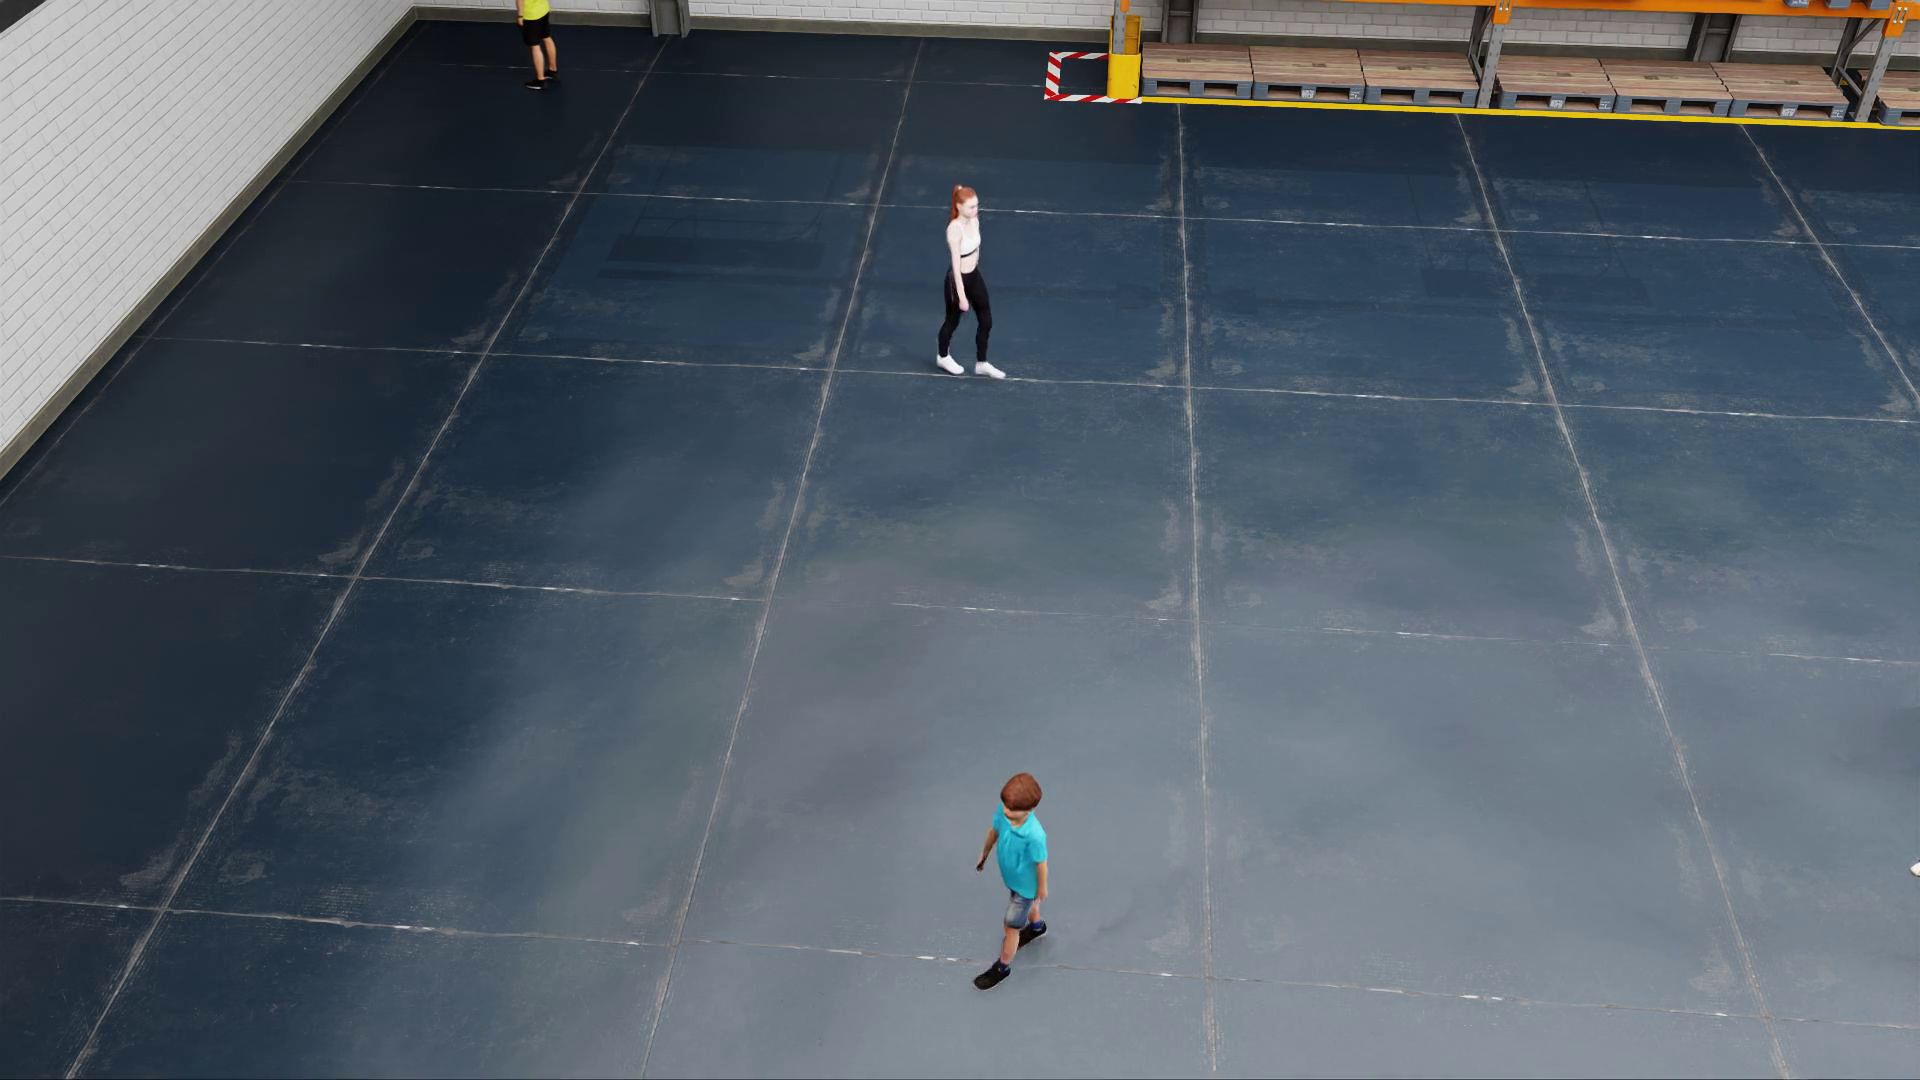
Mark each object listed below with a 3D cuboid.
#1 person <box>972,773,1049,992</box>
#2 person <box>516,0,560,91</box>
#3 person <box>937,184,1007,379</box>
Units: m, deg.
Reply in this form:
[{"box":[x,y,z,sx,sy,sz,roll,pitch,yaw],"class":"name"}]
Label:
[{"box":[0.388,1.739,8.930,0.897,1.426,0.788,-18,42,-21],"class":"person"},{"box":[-4.639,-5.785,18.171,0.638,1.651,0.678,14,41,17],"class":"person"},{"box":[-0.058,-2.093,13.492,0.967,1.720,0.832,22,44,25],"class":"person"}]
